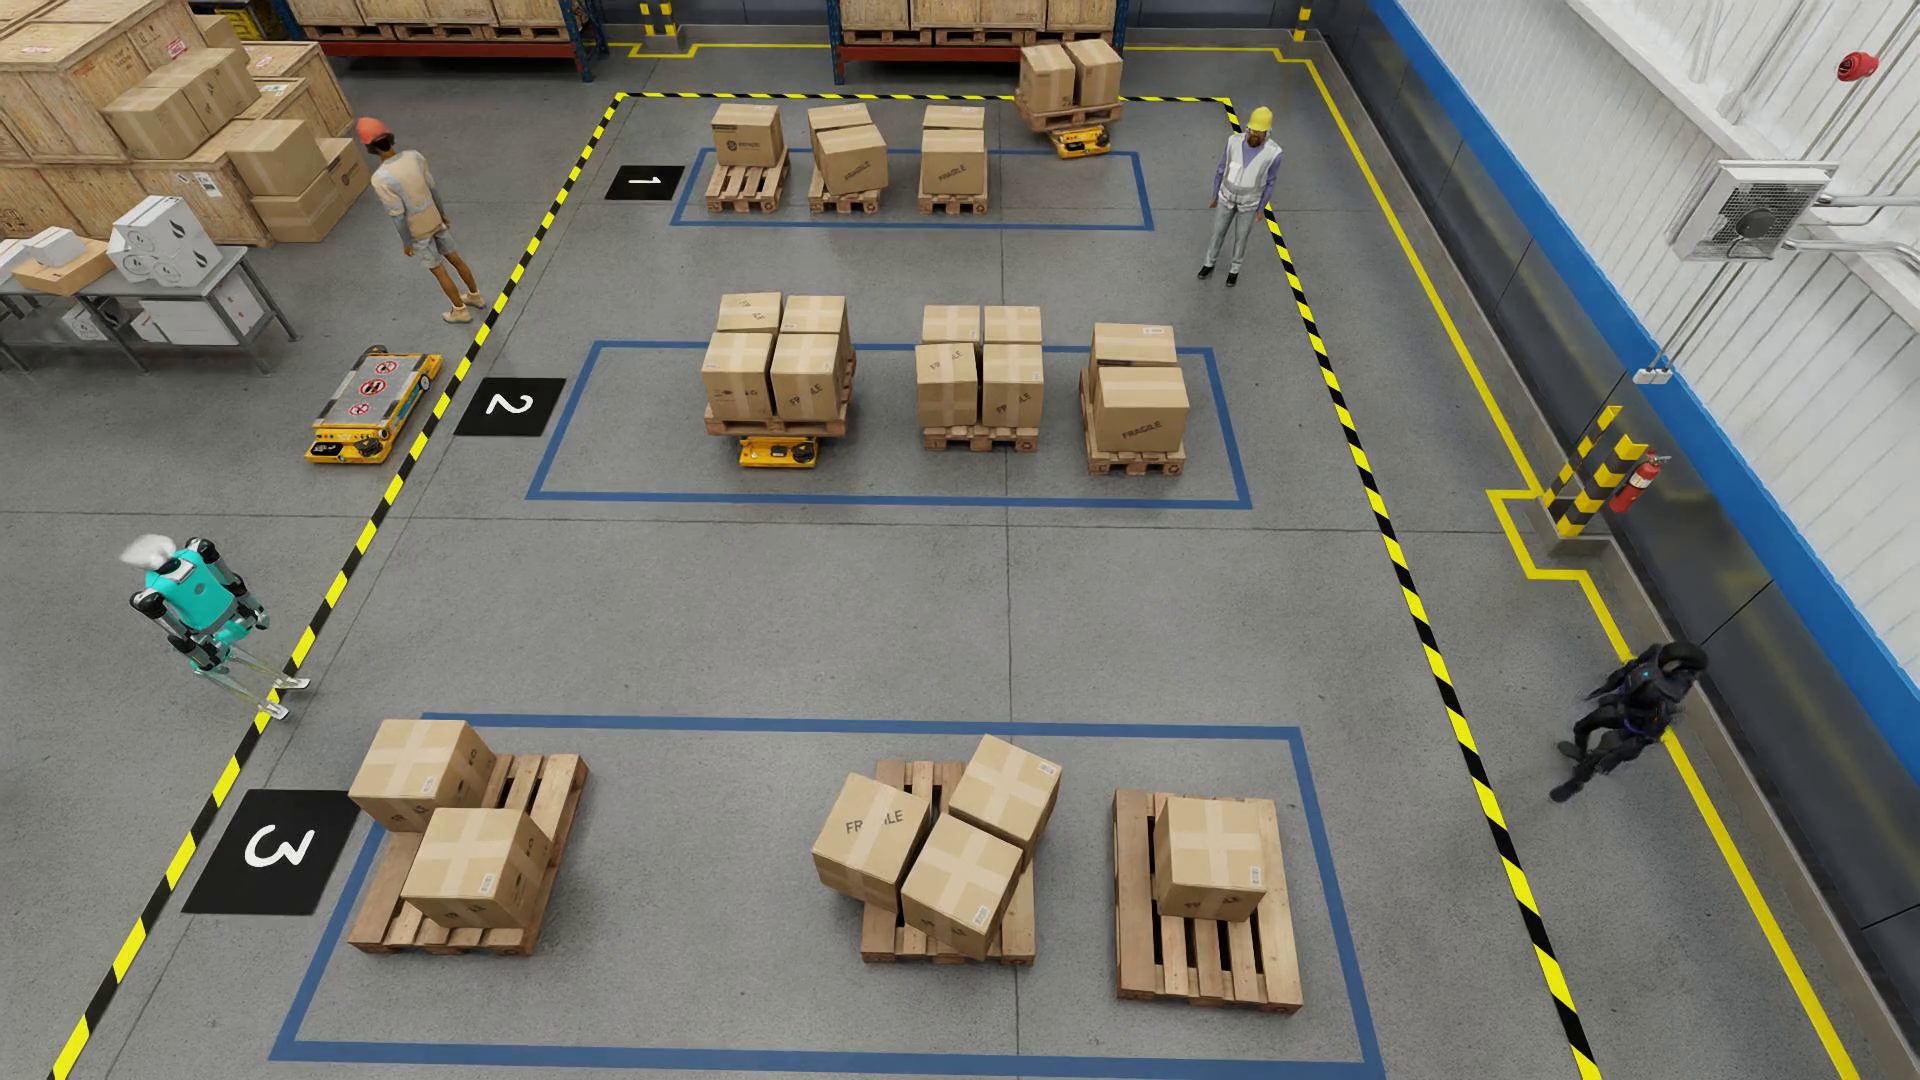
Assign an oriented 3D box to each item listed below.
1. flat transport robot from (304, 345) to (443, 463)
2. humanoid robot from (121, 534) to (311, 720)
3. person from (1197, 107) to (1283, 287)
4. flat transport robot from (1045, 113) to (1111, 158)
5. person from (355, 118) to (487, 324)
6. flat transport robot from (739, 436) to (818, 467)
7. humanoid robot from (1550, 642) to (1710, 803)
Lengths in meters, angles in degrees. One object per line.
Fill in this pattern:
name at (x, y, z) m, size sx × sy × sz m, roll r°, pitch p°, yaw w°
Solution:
flat transport robot at (-5.383, -1.269, 8.441) m, size 0.659 × 0.231 × 1.431 m, roll 1°, pitch 50°, yaw 1°
humanoid robot at (-4.849, 0.545, 5.854) m, size 0.735 × 1.681 × 0.533 m, roll 9°, pitch 50°, yaw 8°
person at (2.820, -3.442, 9.252) m, size 0.589 × 1.837 × 0.404 m, roll 22°, pitch 53°, yaw 18°
flat transport robot at (1.411, -5.453, 11.963) m, size 0.652 × 0.197 × 1.431 m, roll -12°, pitch 51°, yaw -10°
person at (-5.156, -3.003, 8.755) m, size 0.398 × 2.029 × 0.613 m, roll 12°, pitch 51°, yaw 10°
flat transport robot at (-1.582, -1.235, 8.394) m, size 0.652 × 0.197 × 1.431 m, roll 1°, pitch 50°, yaw 1°
humanoid robot at (4.019, 1.092, 5.522) m, size 0.411 × 1.645 × 0.586 m, roll 12°, pitch 51°, yaw 10°
